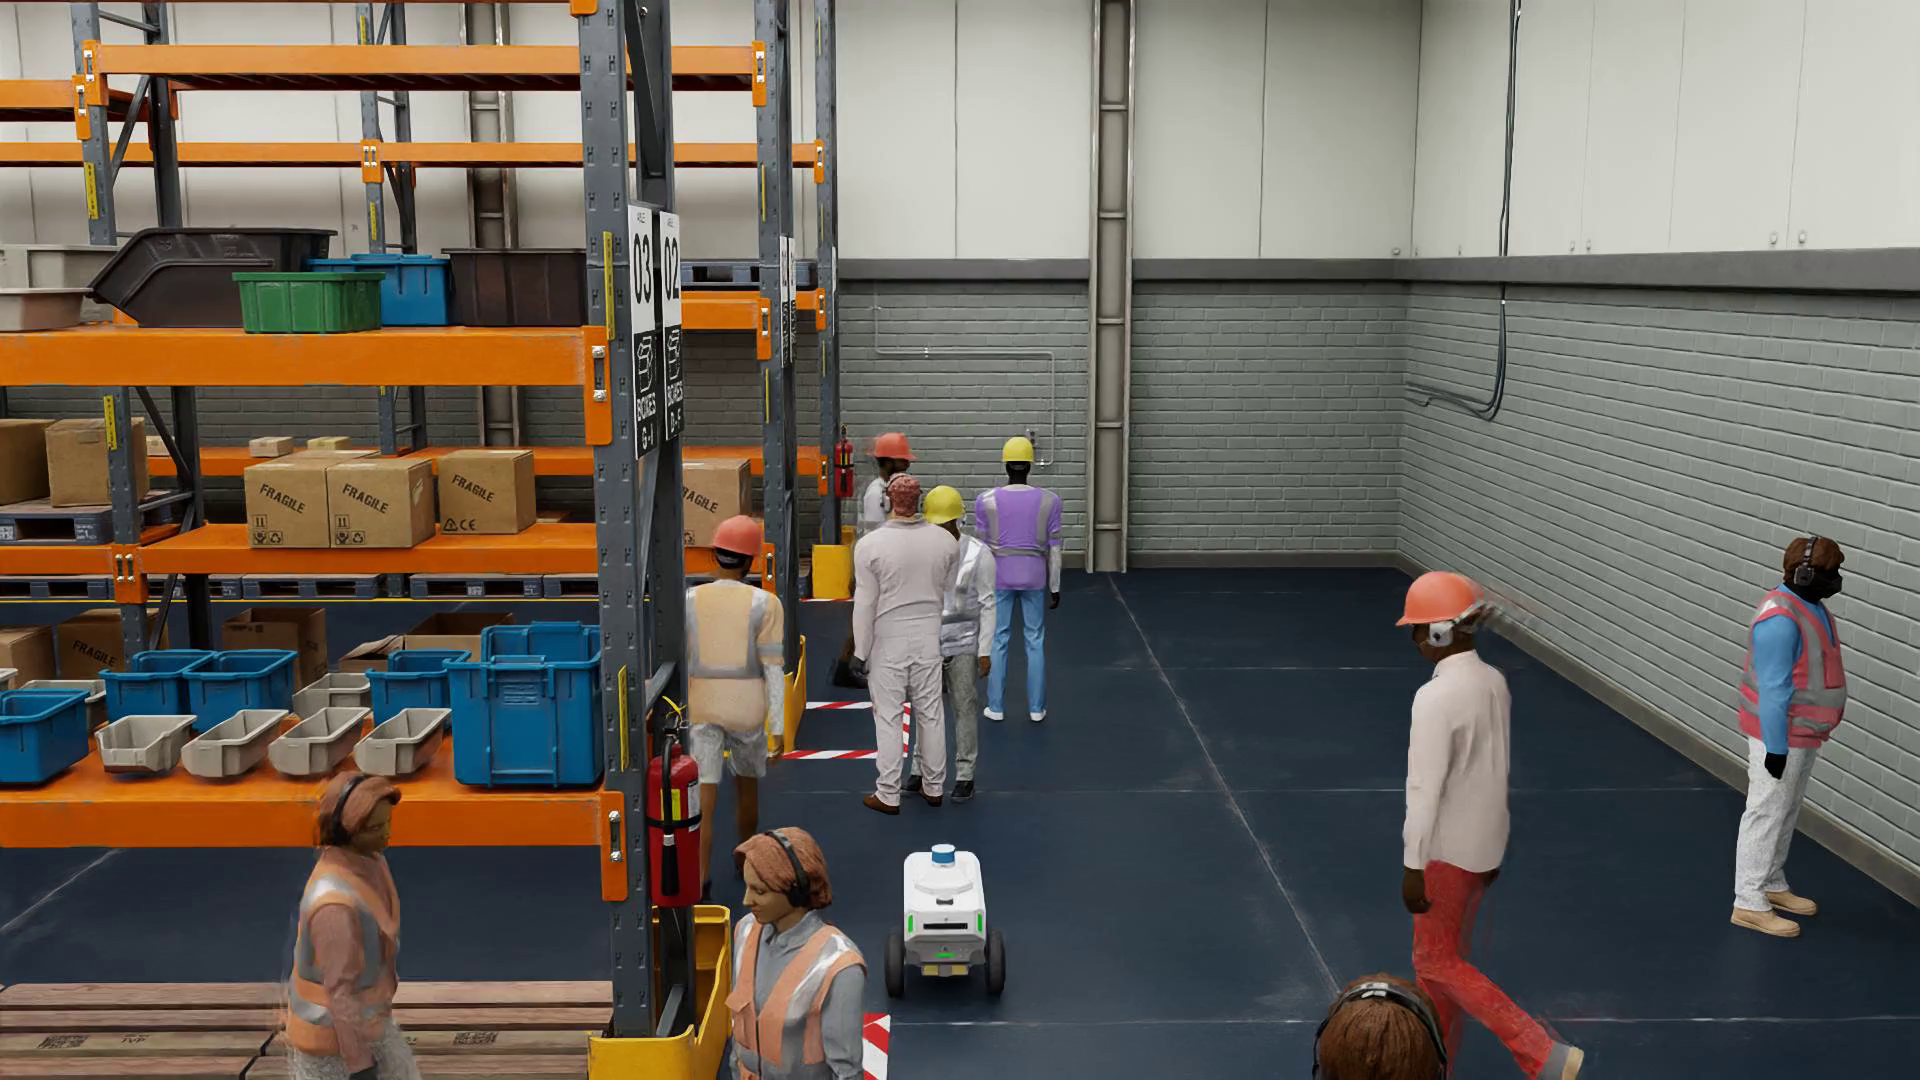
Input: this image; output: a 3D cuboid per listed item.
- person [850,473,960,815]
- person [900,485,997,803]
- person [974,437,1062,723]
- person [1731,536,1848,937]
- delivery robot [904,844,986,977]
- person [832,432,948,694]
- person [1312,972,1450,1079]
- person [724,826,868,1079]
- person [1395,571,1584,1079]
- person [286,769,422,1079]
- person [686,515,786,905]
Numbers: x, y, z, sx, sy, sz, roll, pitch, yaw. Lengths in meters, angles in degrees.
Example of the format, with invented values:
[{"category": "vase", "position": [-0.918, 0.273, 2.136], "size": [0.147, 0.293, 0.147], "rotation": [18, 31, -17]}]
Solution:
[{"category": "person", "position": [-0.322, 0.576, 9.307], "size": [0.652, 1.906, 0.404], "rotation": [-5, 11, -28]}, {"category": "person", "position": [-0.089, 0.586, 9.490], "size": [0.590, 1.826, 0.404], "rotation": [4, 10, 24]}, {"category": "person", "position": [0.388, 0.267, 11.159], "size": [0.584, 1.918, 0.390], "rotation": [0, 9, 1]}, {"category": "person", "position": [3.822, 0.886, 7.649], "size": [0.431, 1.835, 0.623], "rotation": [8, 12, 39]}, {"category": "delivery robot", "position": [-0.071, 1.554, 7.154], "size": [0.477, 0.478, 0.707], "rotation": [0, 9, -2]}, {"category": "person", "position": [-0.488, 0.172, 11.871], "size": [0.997, 1.885, 0.550], "rotation": [1, 9, 7]}, {"category": "person", "position": [0.716, 1.649, 2.922], "size": [0.619, 1.845, 0.430], "rotation": [3, 10, 15]}, {"category": "person", "position": [-0.414, 1.528, 4.317], "size": [0.313, 1.631, 0.525], "rotation": [-8, 12, -42]}, {"category": "person", "position": [1.850, 1.108, 5.889], "size": [0.779, 1.955, 0.665], "rotation": [8, 12, 40]}, {"category": "person", "position": [-1.803, 1.444, 4.887], "size": [0.556, 1.602, 0.523], "rotation": [-1, 9, -6]}, {"category": "person", "position": [-1.133, 0.829, 7.910], "size": [0.610, 1.871, 1.041], "rotation": [0, 9, 1]}]
